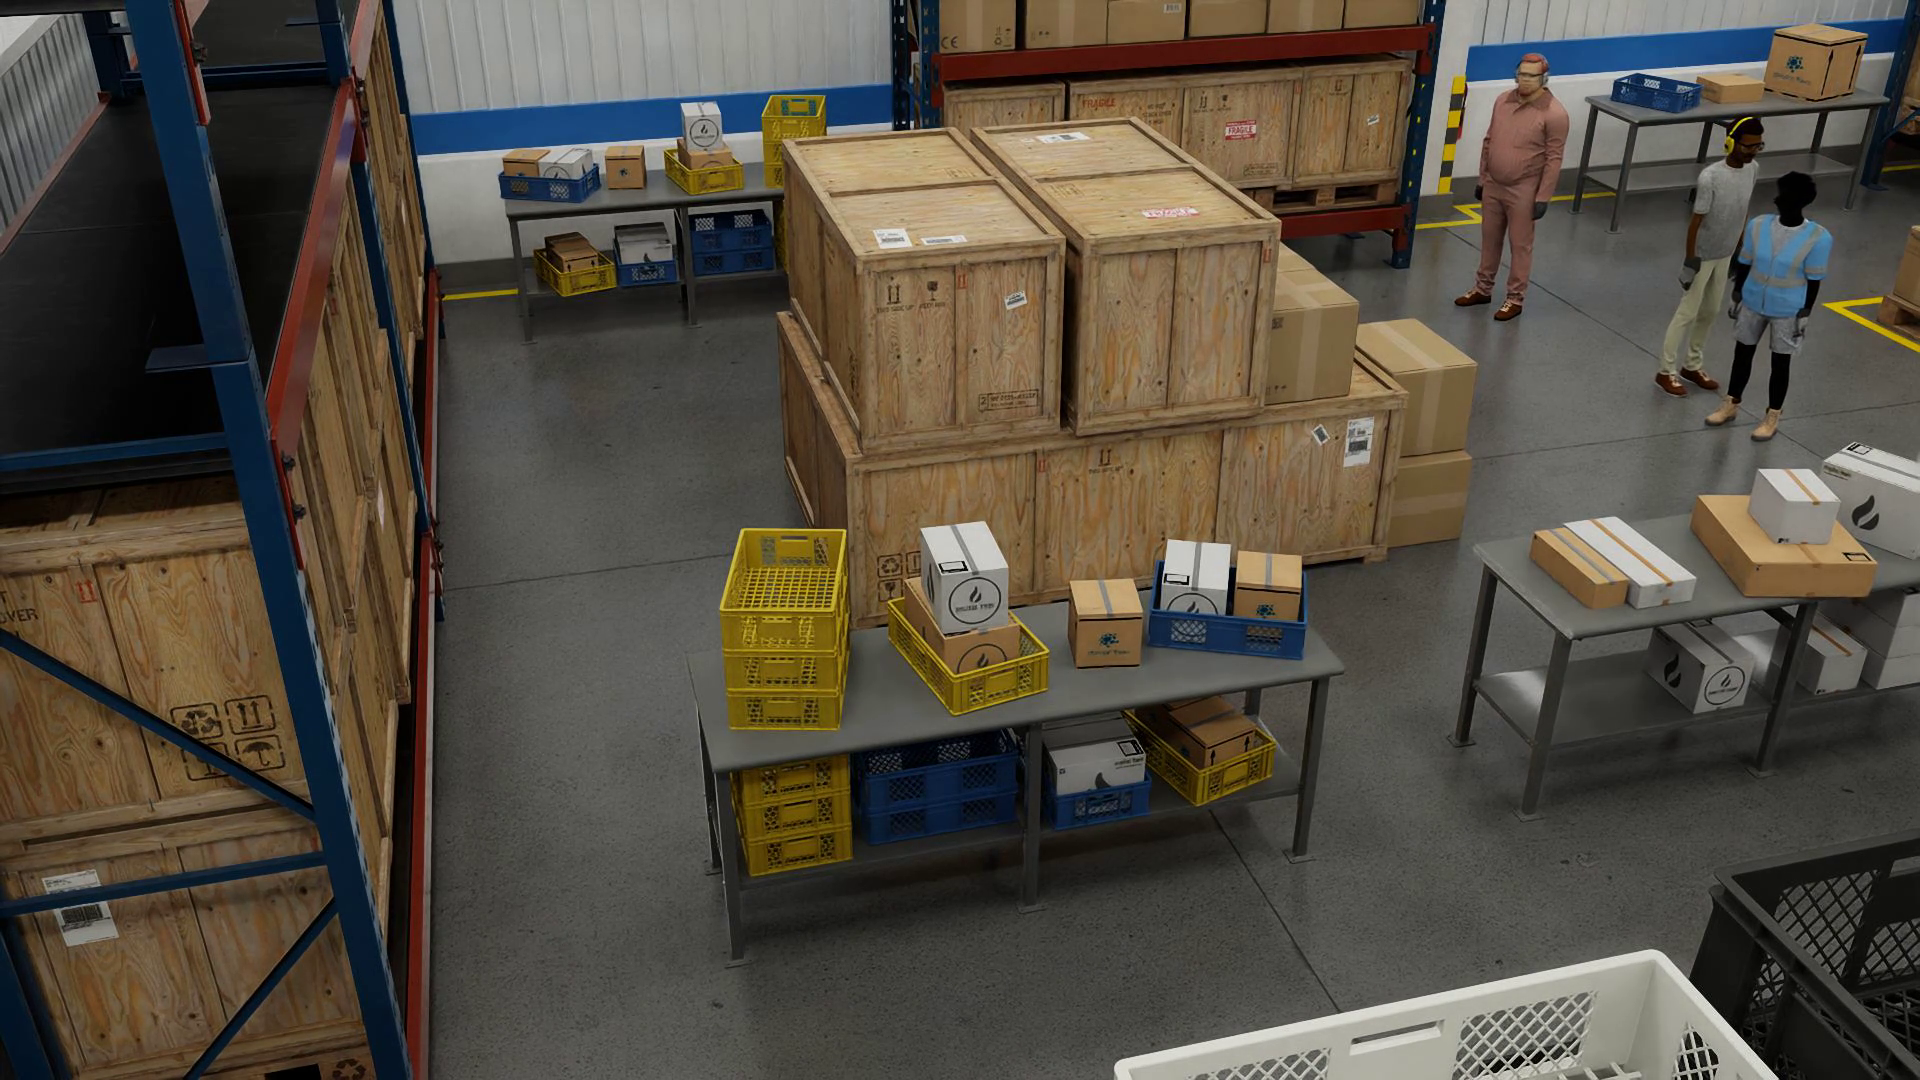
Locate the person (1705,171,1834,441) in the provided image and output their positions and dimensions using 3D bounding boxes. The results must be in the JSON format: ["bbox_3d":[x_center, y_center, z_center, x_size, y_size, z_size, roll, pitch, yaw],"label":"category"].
[{"bbox_3d":[5.001,-1.440,10.243,0.321,1.689,0.538,-21,35,-34],"label":"person"}]

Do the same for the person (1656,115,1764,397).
[{"bbox_3d":[4.889,-1.833,10.791,0.518,1.856,0.329,-14,32,-24],"label":"person"}]

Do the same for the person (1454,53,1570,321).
[{"bbox_3d":[3.993,-2.554,12.041,0.408,1.907,0.653,-18,33,-29],"label":"person"}]
